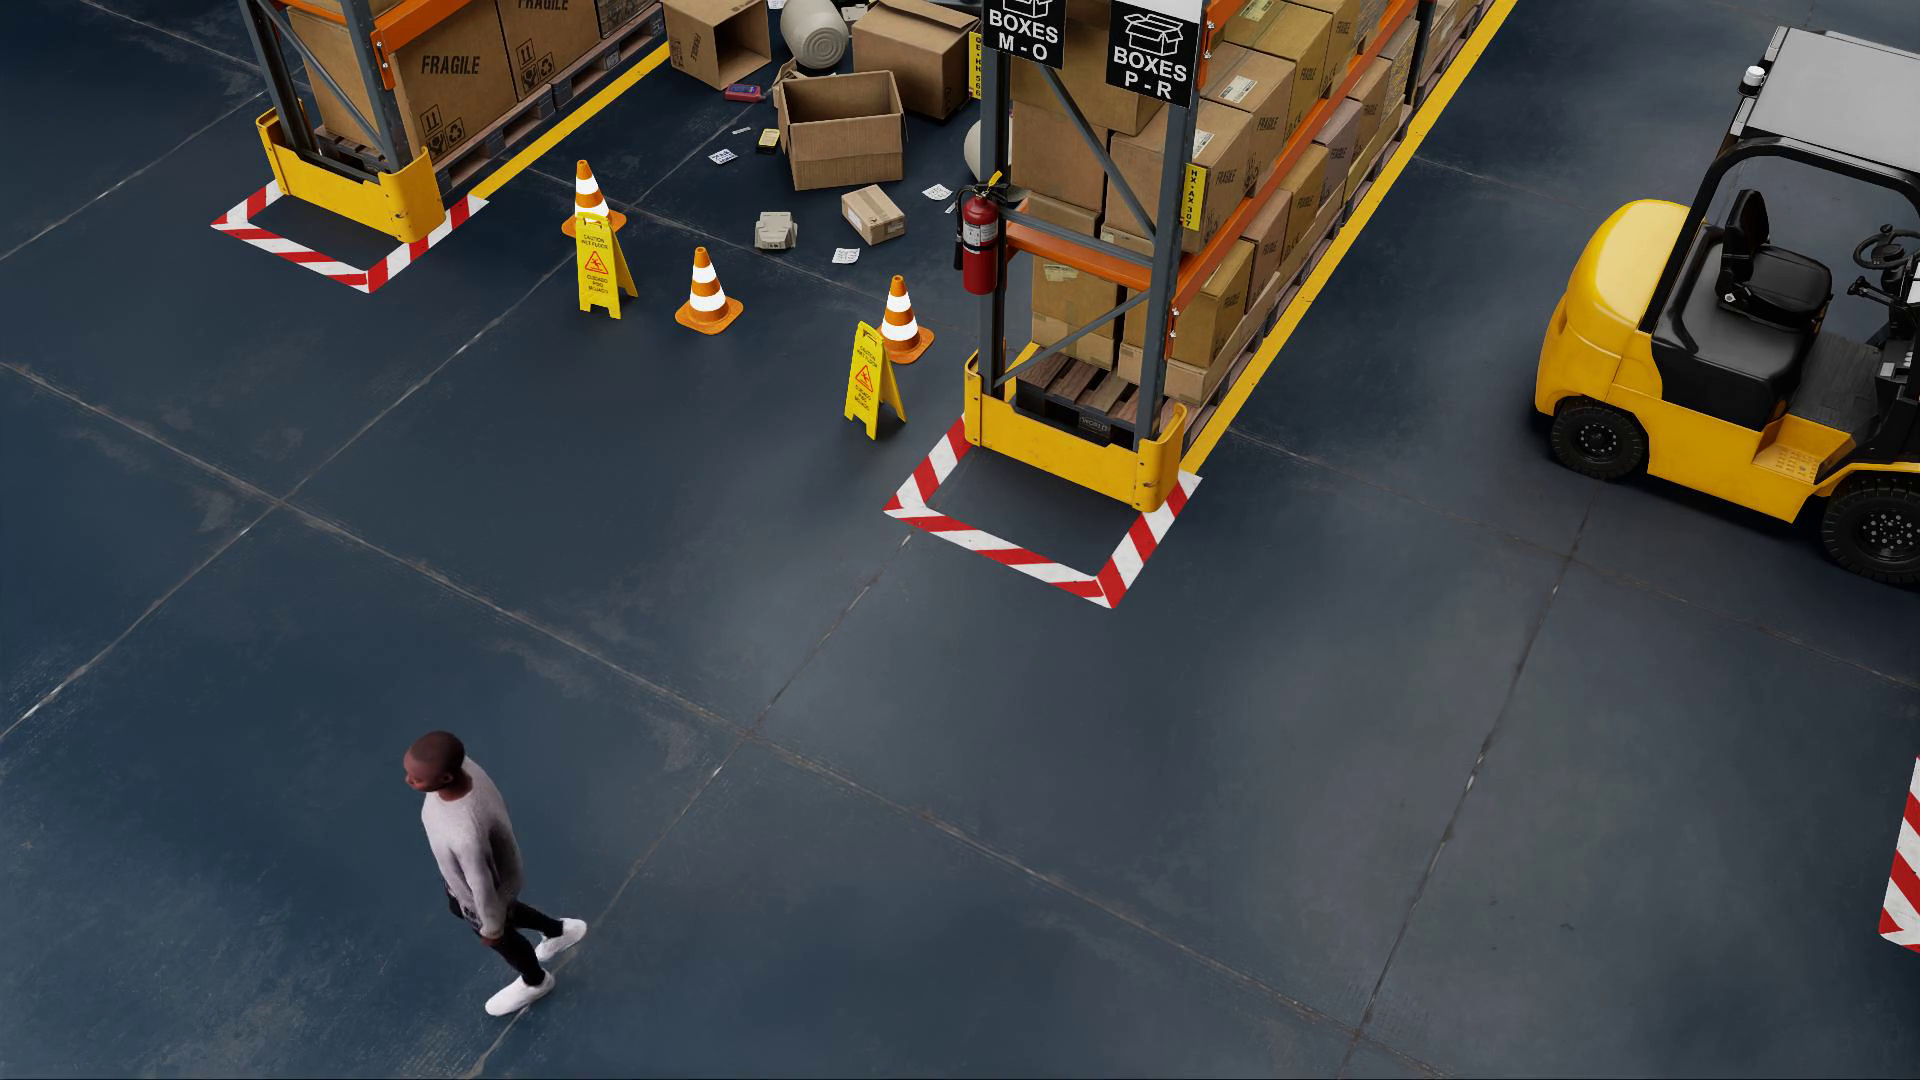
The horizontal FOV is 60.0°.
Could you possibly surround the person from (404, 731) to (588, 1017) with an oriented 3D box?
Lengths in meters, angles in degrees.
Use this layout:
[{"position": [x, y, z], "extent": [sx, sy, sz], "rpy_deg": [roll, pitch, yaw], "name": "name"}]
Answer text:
[{"position": [-1.694, 1.222, 6.241], "extent": [0.870, 1.761, 0.811], "rpy_deg": [-19, 50, -17], "name": "person"}]
